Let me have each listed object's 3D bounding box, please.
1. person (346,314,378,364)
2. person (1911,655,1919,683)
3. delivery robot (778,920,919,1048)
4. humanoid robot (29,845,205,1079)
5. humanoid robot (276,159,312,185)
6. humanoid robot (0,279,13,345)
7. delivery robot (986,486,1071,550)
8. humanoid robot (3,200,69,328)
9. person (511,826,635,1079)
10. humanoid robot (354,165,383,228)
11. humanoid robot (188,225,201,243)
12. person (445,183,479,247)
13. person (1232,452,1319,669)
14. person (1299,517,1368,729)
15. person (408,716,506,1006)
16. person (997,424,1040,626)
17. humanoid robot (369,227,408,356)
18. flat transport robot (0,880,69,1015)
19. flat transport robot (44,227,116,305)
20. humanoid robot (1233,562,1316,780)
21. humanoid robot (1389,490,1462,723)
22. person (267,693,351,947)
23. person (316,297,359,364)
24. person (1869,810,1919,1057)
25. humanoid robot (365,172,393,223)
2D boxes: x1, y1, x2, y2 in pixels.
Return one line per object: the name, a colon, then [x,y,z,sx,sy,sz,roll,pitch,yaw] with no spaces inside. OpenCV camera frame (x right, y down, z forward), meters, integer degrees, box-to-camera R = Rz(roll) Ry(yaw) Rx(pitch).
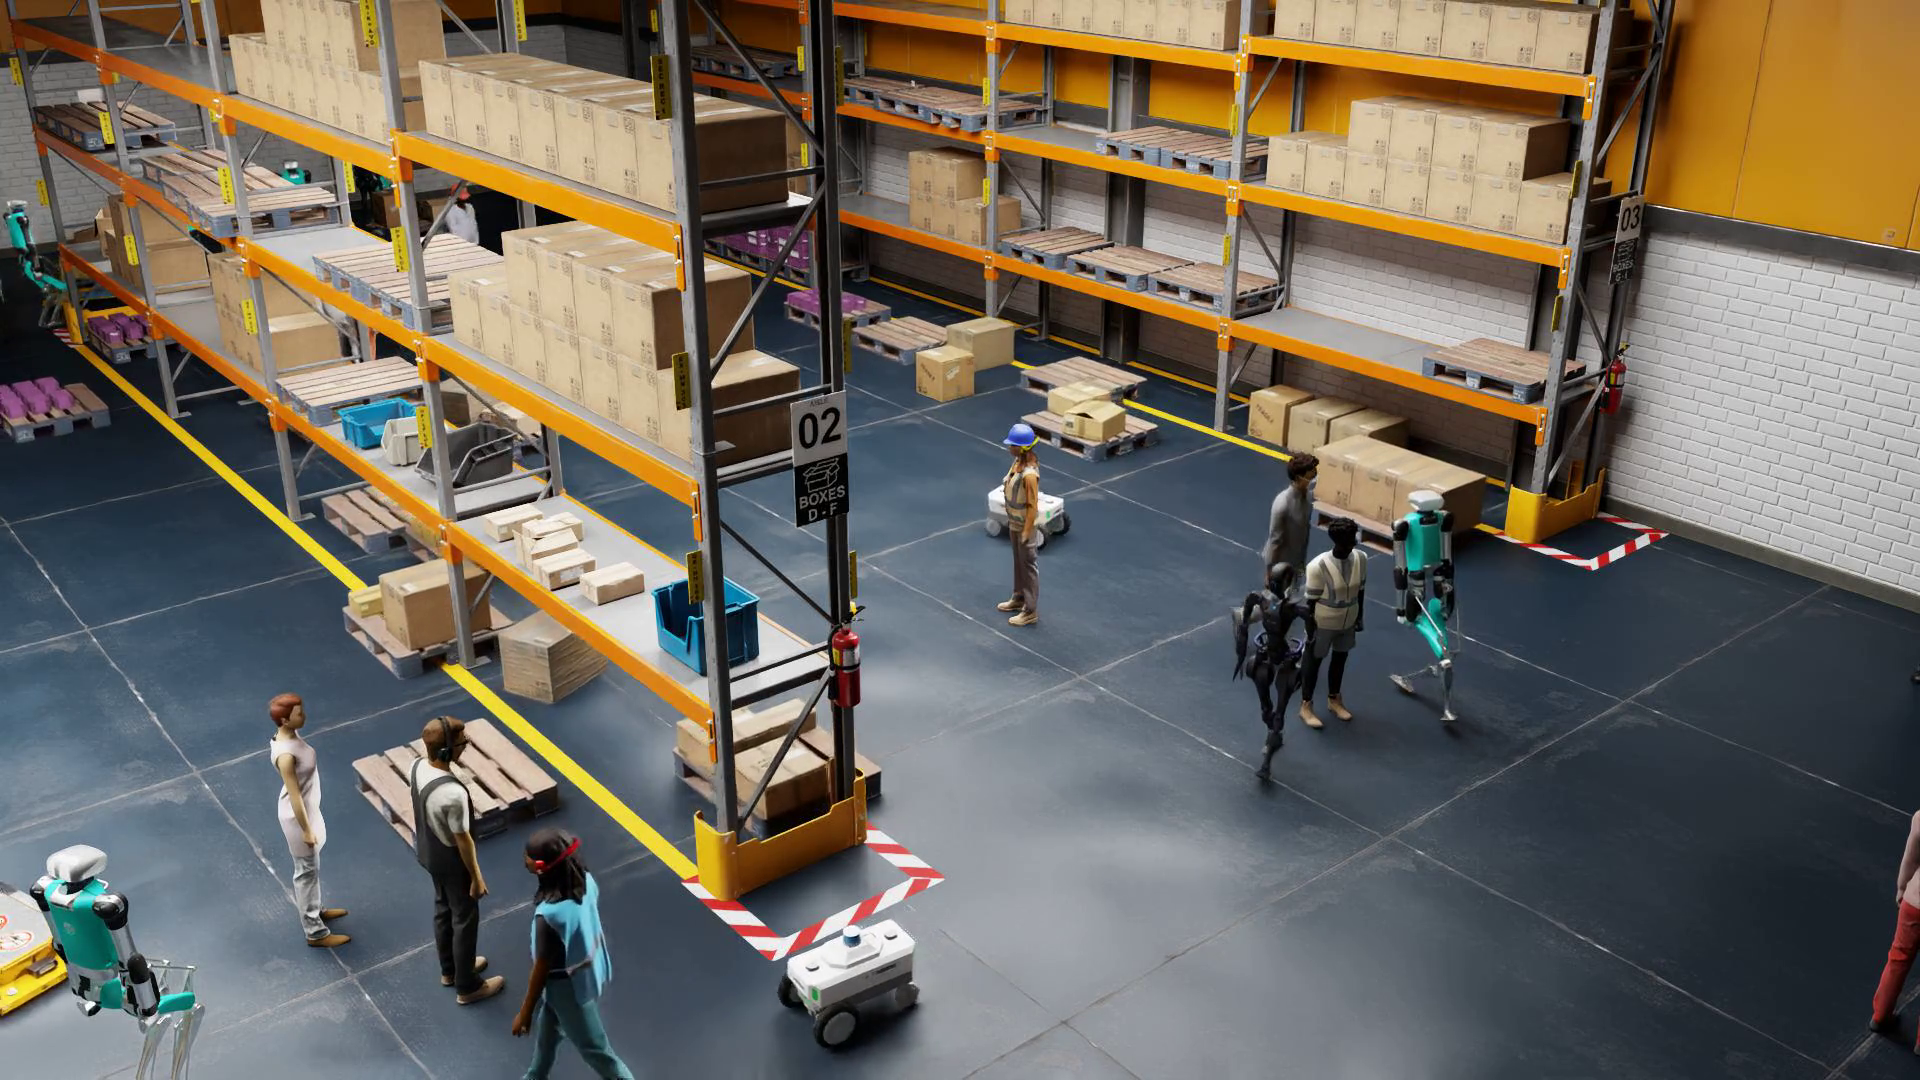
person: [-7.153,-2.648,19.897,0.501,1.759,0.334,15,28,31]
person: [7.812,0.264,12.951,0.547,1.925,0.387,13,27,28]
delivery robot: [-0.640,2.499,9.515,0.788,0.610,0.499,-15,27,-31]
humanoid robot: [-4.212,2.192,8.547,0.533,1.677,0.735,8,25,18]
humanoid robot: [-10.125,-4.955,25.268,0.530,1.730,0.941,-16,28,-33]
humanoid robot: [-12.640,-3.259,21.448,0.584,1.630,0.665,-1,23,-1]
delivery robot: [0.643,-0.269,15.894,0.773,0.586,0.499,14,27,30]
humanoid robot: [-12.343,-3.708,22.378,0.542,1.801,0.709,18,29,35]
person: [-2.018,2.270,8.437,0.984,1.820,0.529,2,23,5]
humanoid robot: [-9.965,-6.082,27.932,0.599,1.657,0.315,15,27,30]
humanoid robot: [-10.881,-4.066,23.201,0.676,1.776,0.533,-1,23,-3]
person: [-6.919,-4.160,23.436,0.430,1.728,0.621,12,26,27]
person: [2.550,0.139,13.315,0.769,1.867,0.537,20,30,38]
person: [2.795,0.603,12.448,0.533,1.693,0.320,-10,25,-22]
person: [-2.872,1.823,9.455,0.514,1.834,0.367,21,31,40]
person: [0.514,-0.136,14.054,0.310,1.778,0.471,-6,24,-13]
humanoid robot: [-7.249,-3.197,21.278,0.438,1.648,0.610,-4,24,-9]
flat transport robot: [-5.925,2.405,10.075,1.431,0.231,0.659,13,27,28]
flat transport robot: [-12.413,-3.625,24.037,1.431,0.231,0.659,-10,25,-23]
humanoid robot: [2.217,0.899,11.819,0.613,1.626,0.771,14,27,28]
humanoid robot: [3.648,0.577,12.495,0.533,1.744,1.044,-10,25,-22]
person: [-3.938,1.674,10.010,0.285,1.660,0.441,-8,25,-19]
person: [-7.393,-2.707,19.888,0.643,1.872,0.800,-11,26,-25]
person: [5.384,2.014,9.102,0.336,1.756,0.516,-18,29,-36]
humanoid robot: [-9.879,-6.233,28.262,0.796,1.799,0.531,14,27,30]
